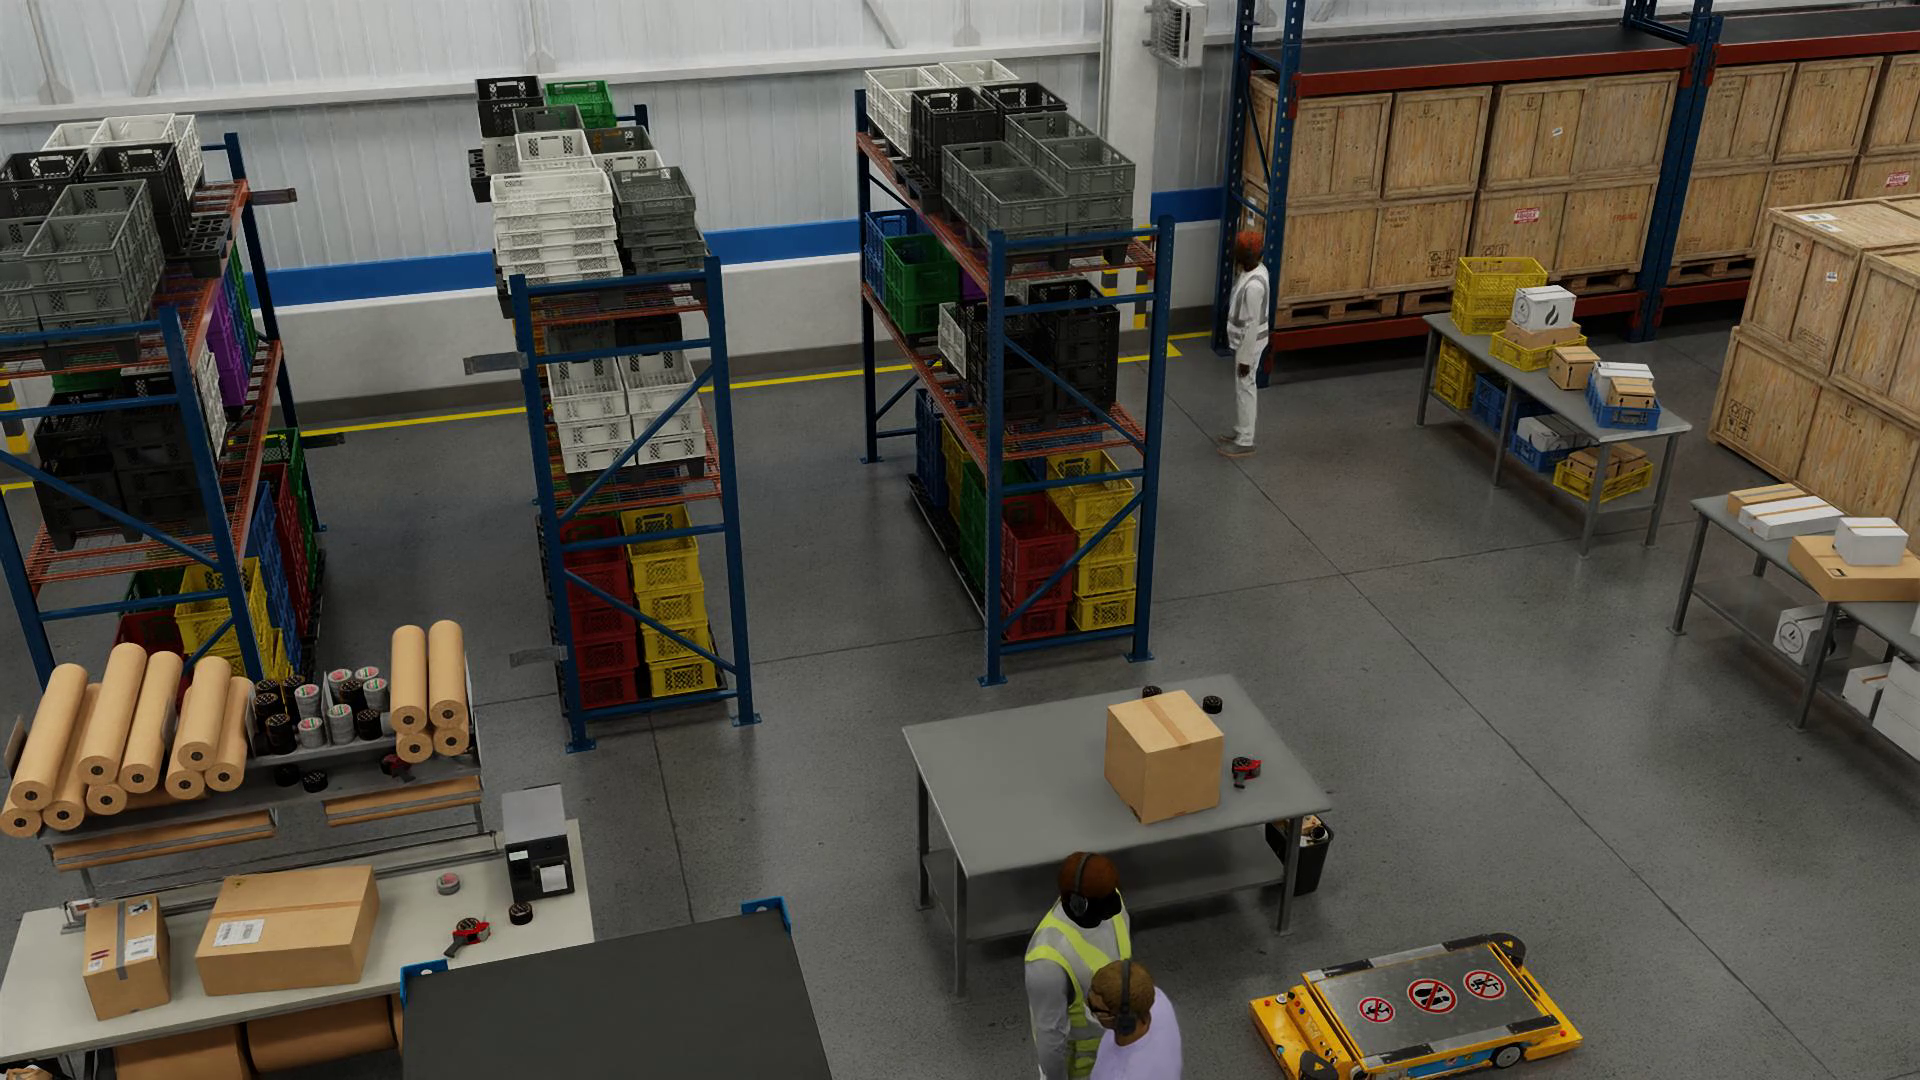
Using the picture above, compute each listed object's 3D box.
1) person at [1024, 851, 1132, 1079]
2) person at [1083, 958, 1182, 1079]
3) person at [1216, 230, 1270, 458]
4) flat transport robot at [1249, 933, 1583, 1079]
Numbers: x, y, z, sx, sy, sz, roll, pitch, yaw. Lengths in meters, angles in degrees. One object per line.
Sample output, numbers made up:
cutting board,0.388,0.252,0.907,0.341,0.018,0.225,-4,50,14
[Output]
person,0.506,2.031,6.816,0.429,1.846,0.626,14,32,23
person,0.628,2.325,6.206,0.389,1.927,0.645,8,30,15
person,2.292,-1.578,13.345,0.346,1.882,0.584,4,29,7
flat transport robot,2.184,2.282,7.980,1.431,0.197,0.652,-8,30,-14
